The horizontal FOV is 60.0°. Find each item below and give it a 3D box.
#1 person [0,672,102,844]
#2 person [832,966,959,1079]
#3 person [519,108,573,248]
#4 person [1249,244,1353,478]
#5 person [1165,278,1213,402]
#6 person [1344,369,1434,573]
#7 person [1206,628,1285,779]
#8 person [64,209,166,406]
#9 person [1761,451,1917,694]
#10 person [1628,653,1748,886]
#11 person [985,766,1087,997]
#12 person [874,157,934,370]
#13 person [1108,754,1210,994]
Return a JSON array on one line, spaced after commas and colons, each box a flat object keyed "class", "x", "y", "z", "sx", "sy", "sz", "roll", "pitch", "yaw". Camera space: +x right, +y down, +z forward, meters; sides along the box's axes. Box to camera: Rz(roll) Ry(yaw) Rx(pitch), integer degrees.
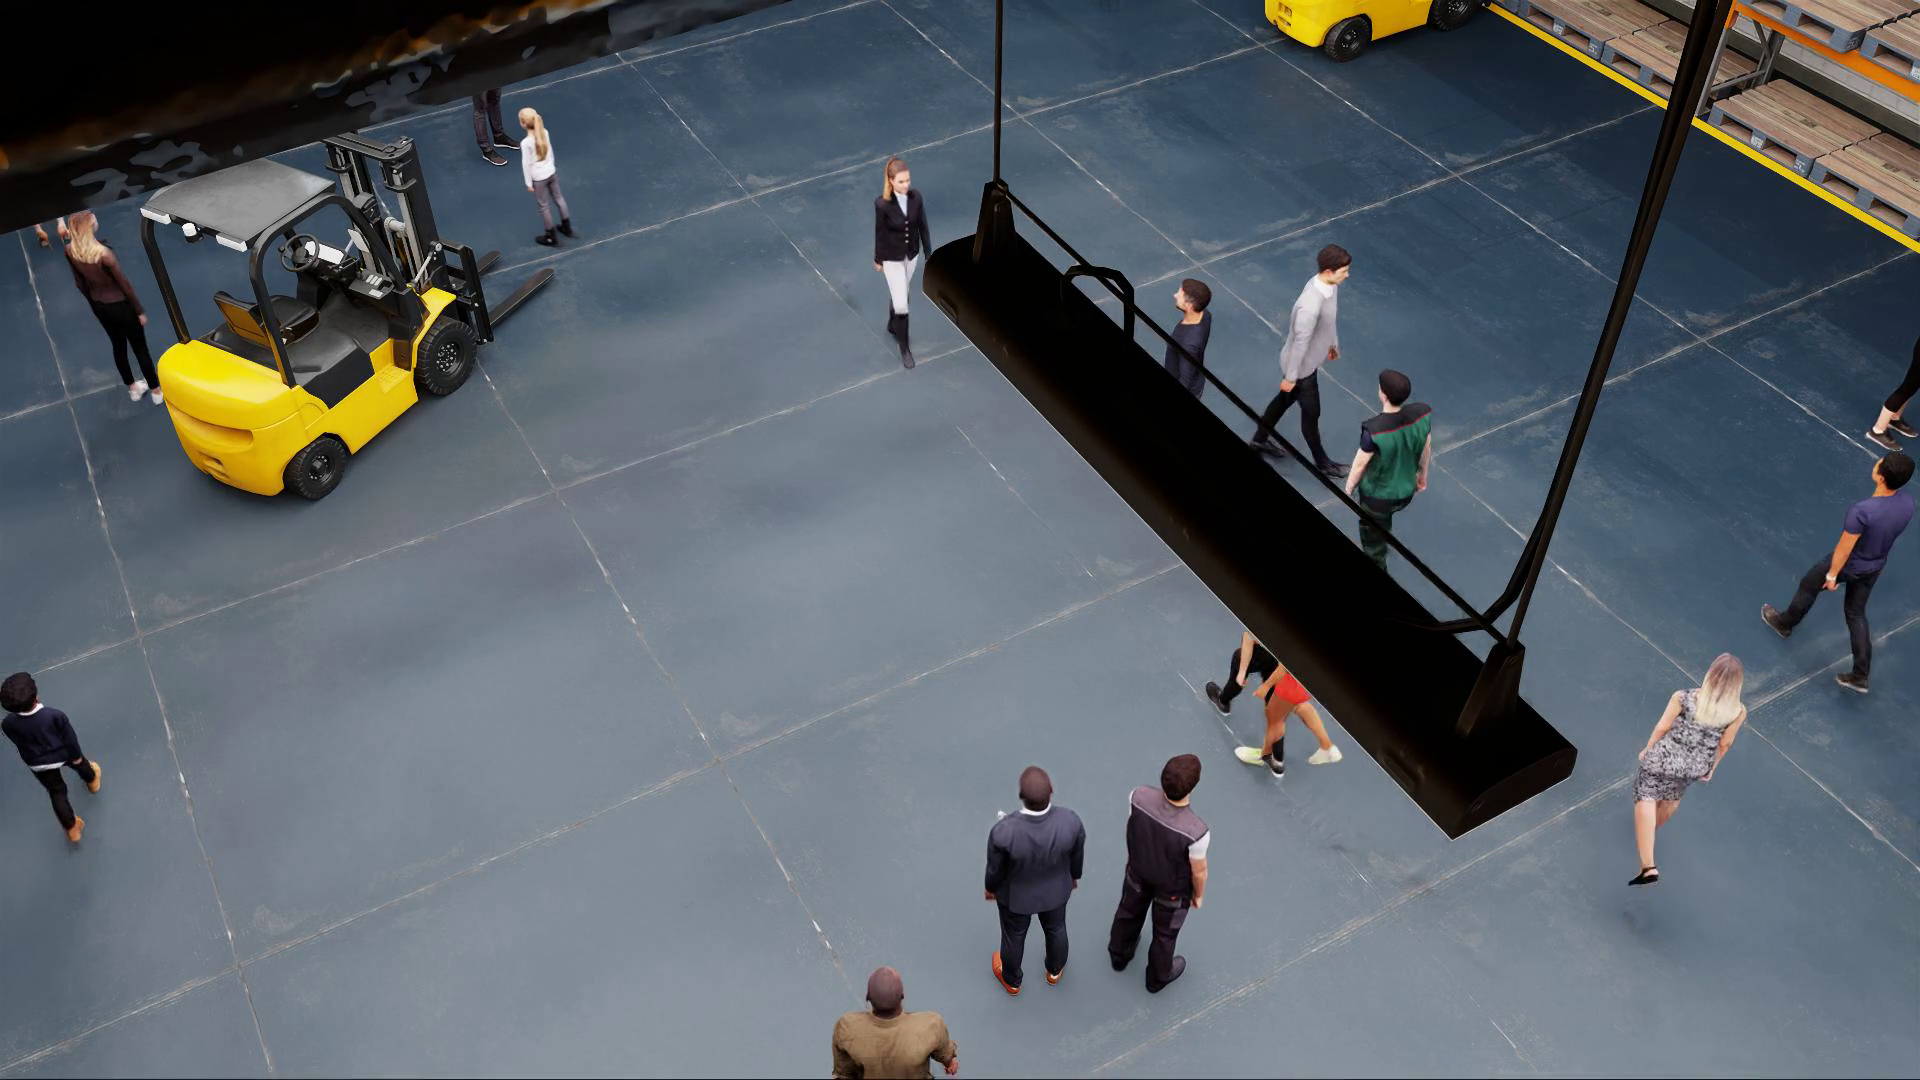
[{"class": "person", "x": -5.429, "y": 1.299, "z": 9.902, "sx": 0.580, "sy": 1.200, "sz": 0.868, "roll": -15, "pitch": 46, "yaw": -15}, {"class": "person", "x": -0.313, "y": 2.724, "z": 7.969, "sx": 0.959, "sy": 1.802, "sz": 1.021, "roll": 5, "pitch": 44, "yaw": 5}, {"class": "person", "x": -3.644, "y": -3.187, "z": 14.558, "sx": 0.587, "sy": 1.273, "sz": 0.563, "roll": 25, "pitch": 49, "yaw": 24}, {"class": "person", "x": 2.421, "y": -1.337, "z": 12.174, "sx": 1.252, "sy": 1.881, "sz": 1.149, "roll": 17, "pitch": 46, "yaw": 17}, {"class": "person", "x": 1.611, "y": -1.075, "z": 11.908, "sx": 0.762, "sy": 1.870, "sz": 0.716, "roll": 13, "pitch": 45, "yaw": 13}, {"class": "person", "x": 2.897, "y": -0.275, "z": 11.063, "sx": 0.686, "sy": 1.876, "sz": 0.684, "roll": -19, "pitch": 47, "yaw": -19}, {"class": "person", "x": 1.895, "y": 0.774, "z": 10.161, "sx": 0.660, "sy": 1.602, "sz": 1.115, "roll": -17, "pitch": 46, "yaw": -17}, {"class": "person", "x": -6.497, "y": -1.777, "z": 12.766, "sx": 0.658, "sy": 1.703, "sz": 0.725, "roll": 11, "pitch": 45, "yaw": 12}, {"class": "person", "x": 5.782, "y": 0.217, "z": 10.635, "sx": 0.887, "sy": 1.755, "sz": 1.227, "roll": -8, "pitch": 44, "yaw": -9}, {"class": "person", "x": 4.108, "y": 1.342, "z": 9.504, "sx": 0.930, "sy": 1.685, "sz": 1.016, "roll": 8, "pitch": 44, "yaw": 9}, {"class": "person", "x": 0.398, "y": 1.839, "z": 8.881, "sx": 0.771, "sy": 1.826, "sz": 0.735, "roll": -7, "pitch": 44, "yaw": -7}, {"class": "person", "x": -0.513, "y": -2.298, "z": 13.309, "sx": 0.594, "sy": 1.708, "sz": 0.875, "roll": -21, "pitch": 48, "yaw": -21}, {"class": "person", "x": 1.066, "y": 1.787, "z": 8.921, "sx": 0.648, "sy": 1.846, "sz": 0.787, "roll": 28, "pitch": 50, "yaw": 26}]
